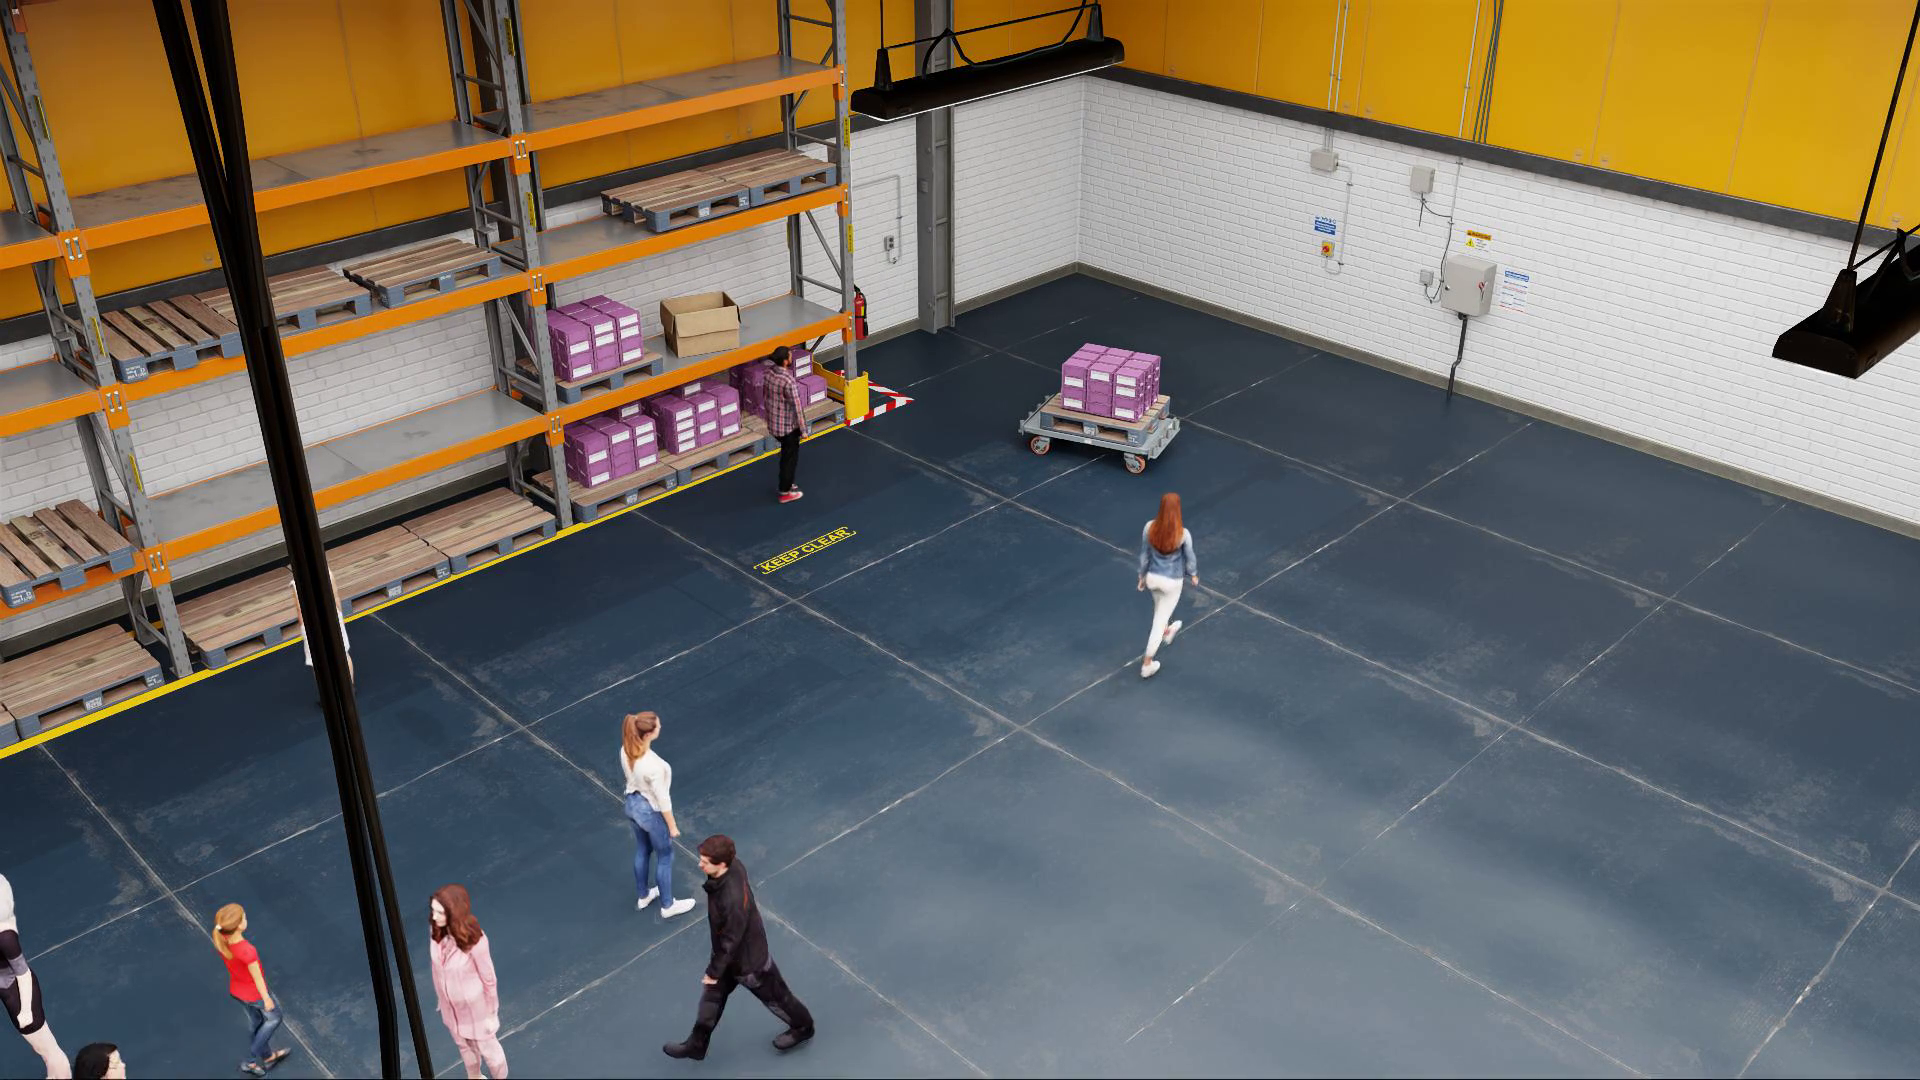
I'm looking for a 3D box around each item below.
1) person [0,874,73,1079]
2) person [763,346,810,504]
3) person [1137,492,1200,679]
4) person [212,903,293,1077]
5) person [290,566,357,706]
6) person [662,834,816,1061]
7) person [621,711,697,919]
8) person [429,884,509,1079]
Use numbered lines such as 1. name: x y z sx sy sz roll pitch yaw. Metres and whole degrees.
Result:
1. person: -5.712 2.761 10.122 0.506 1.830 0.585 -23 36 -36
2. person: -1.899 -1.196 17.460 0.630 1.750 0.718 -24 36 -36
3. person: 1.745 0.427 14.579 0.736 1.660 1.118 20 34 32
4. person: -4.516 2.874 10.464 0.567 1.304 0.654 17 33 28
5. person: -5.434 0.714 14.165 0.630 1.552 0.466 23 36 36
6. person: -1.279 2.583 10.498 1.317 1.782 1.000 -12 31 -20
7. person: -2.216 1.942 11.733 0.584 1.724 0.626 -25 37 -38
8. person: -2.972 2.793 10.092 0.668 1.802 0.617 15 32 25
